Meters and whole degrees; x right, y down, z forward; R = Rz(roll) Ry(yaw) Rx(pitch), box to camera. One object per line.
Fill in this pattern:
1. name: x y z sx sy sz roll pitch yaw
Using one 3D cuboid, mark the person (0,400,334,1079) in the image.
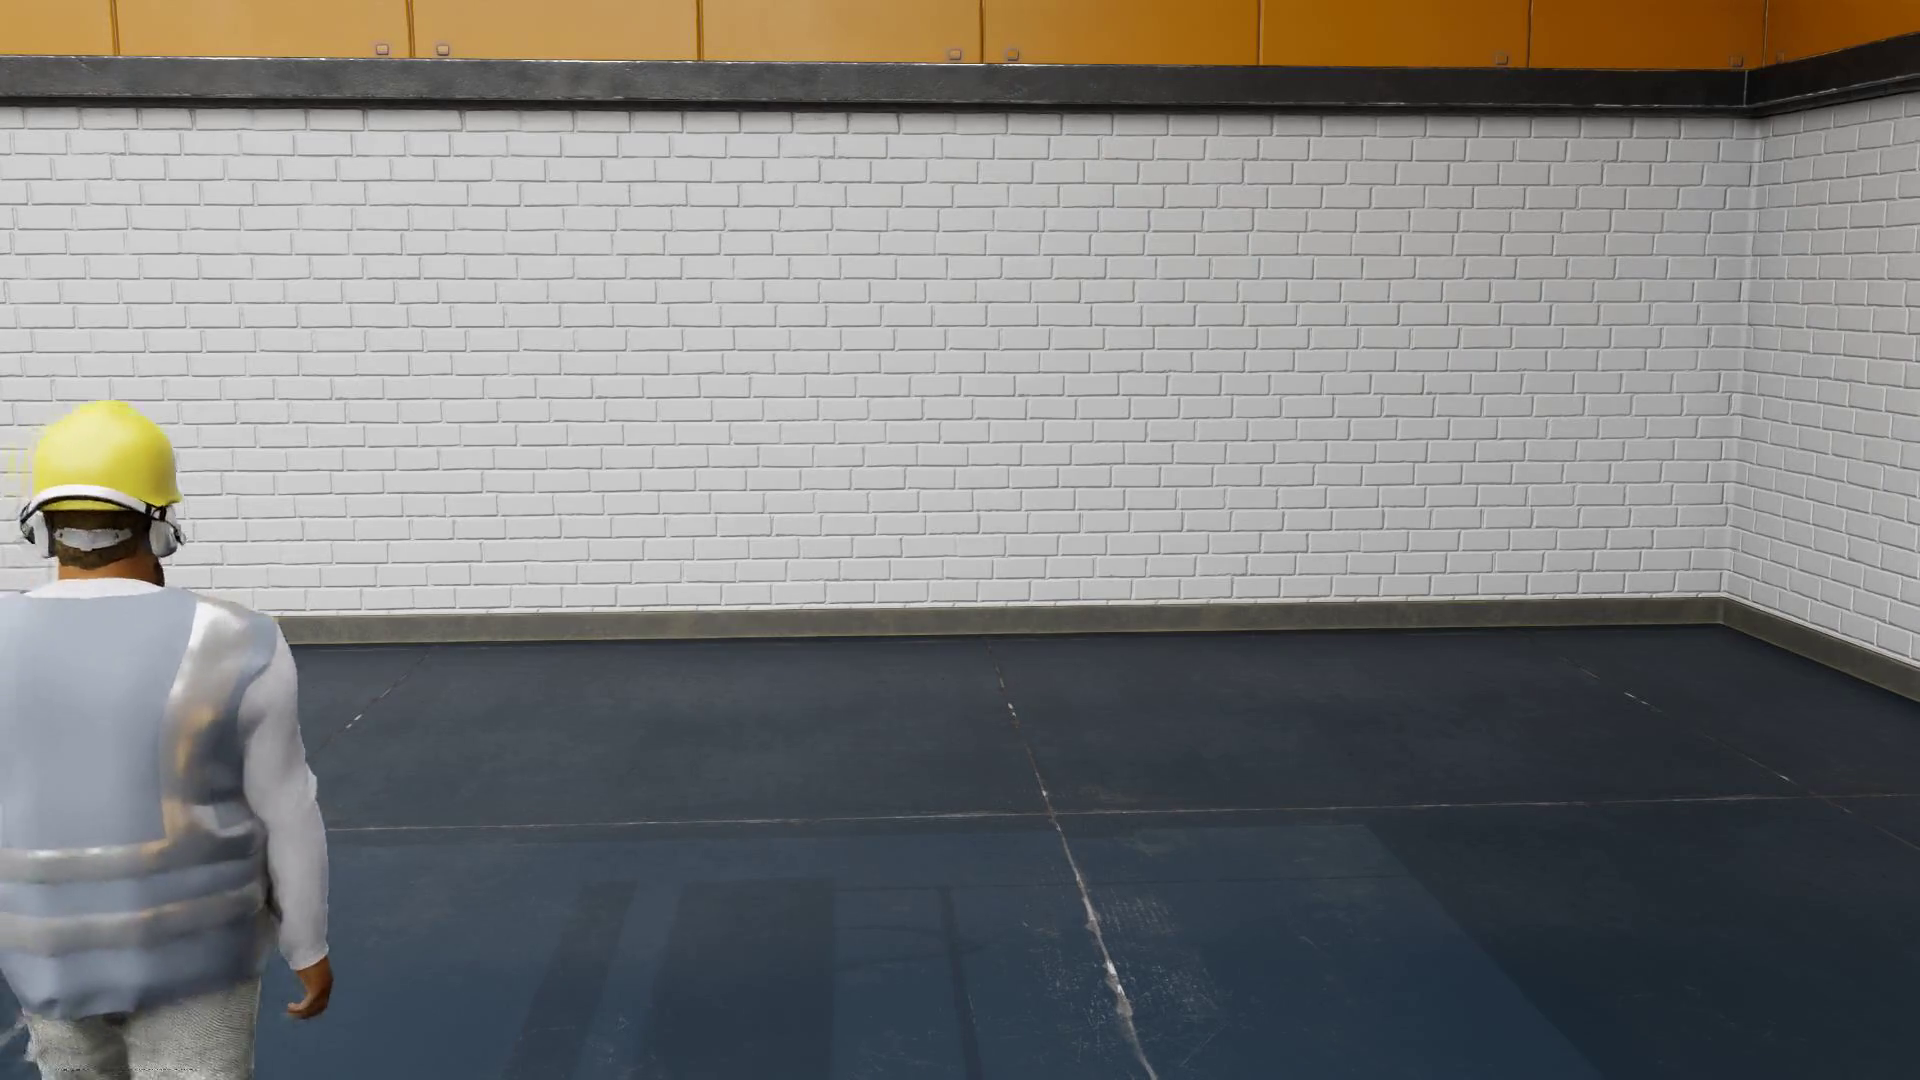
1. person: -1.374 0.677 2.797 0.608 1.815 0.422 -1 9 -7
